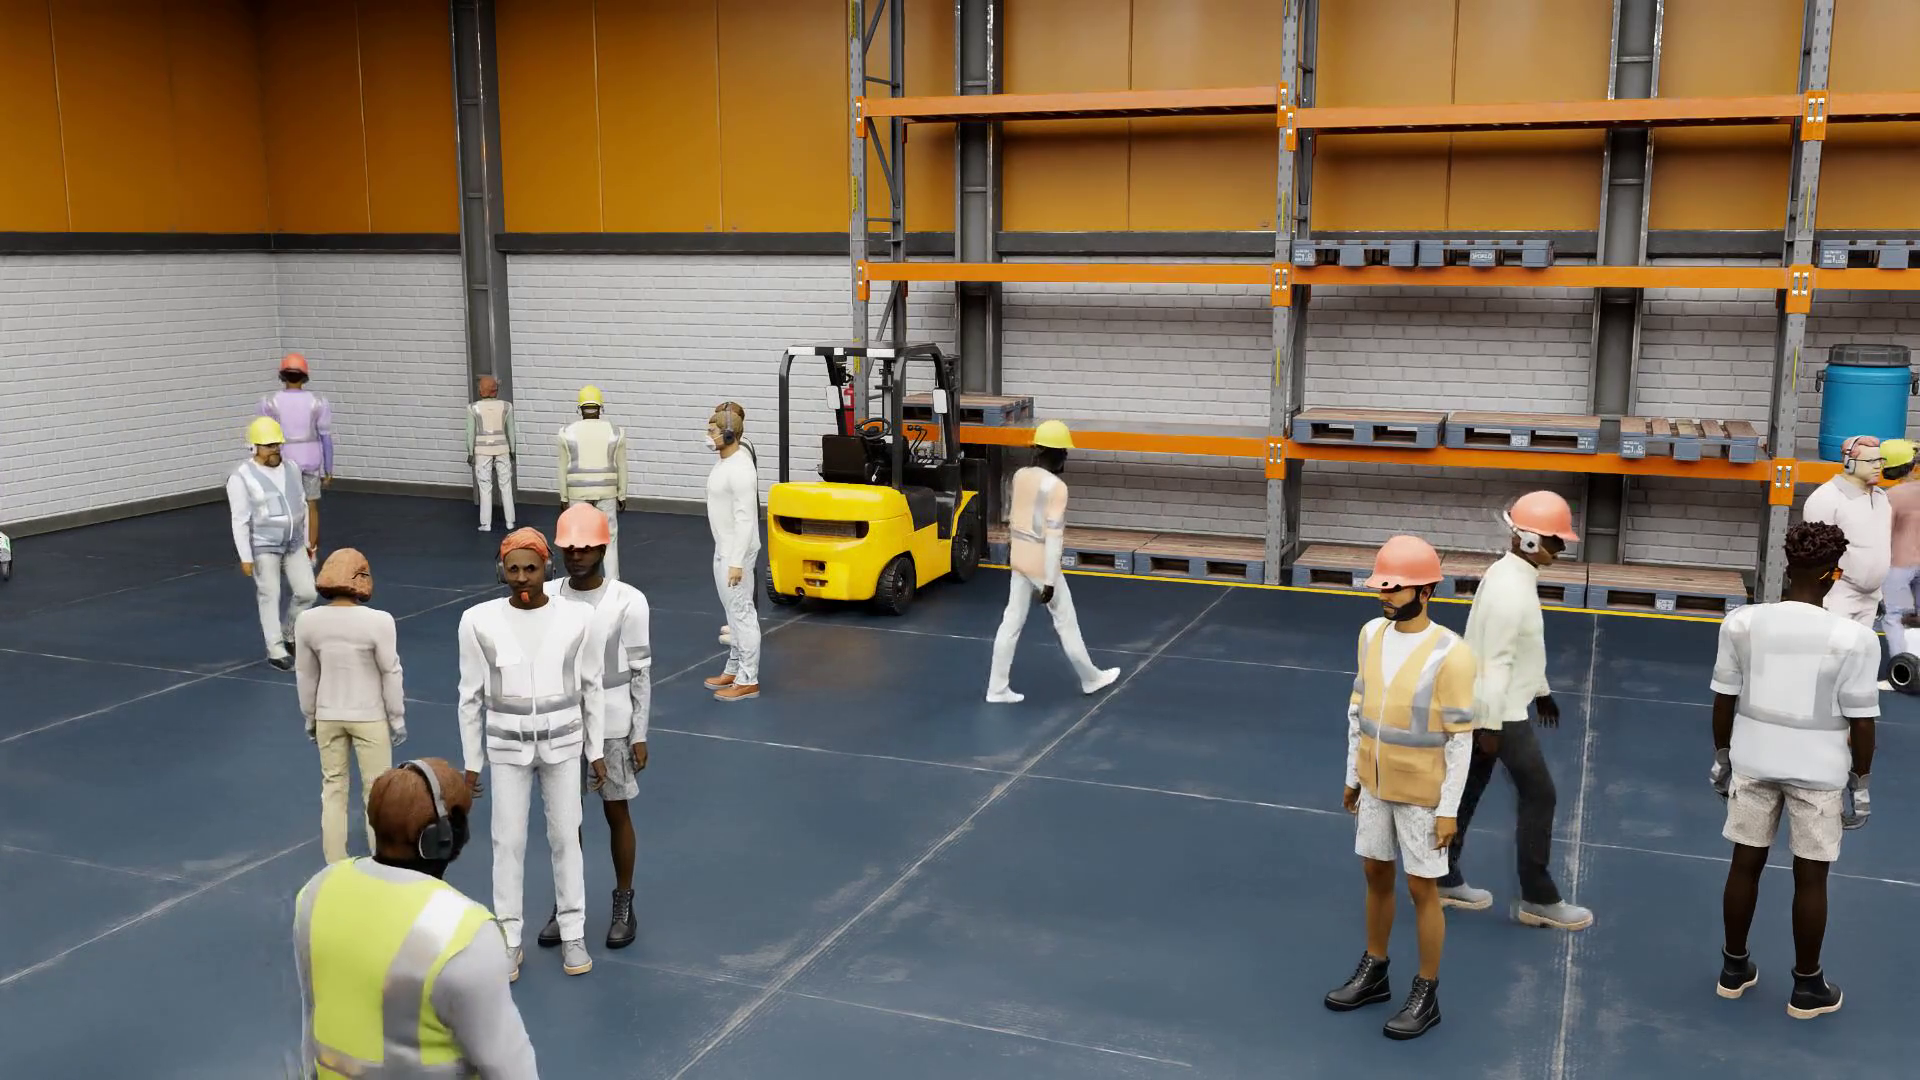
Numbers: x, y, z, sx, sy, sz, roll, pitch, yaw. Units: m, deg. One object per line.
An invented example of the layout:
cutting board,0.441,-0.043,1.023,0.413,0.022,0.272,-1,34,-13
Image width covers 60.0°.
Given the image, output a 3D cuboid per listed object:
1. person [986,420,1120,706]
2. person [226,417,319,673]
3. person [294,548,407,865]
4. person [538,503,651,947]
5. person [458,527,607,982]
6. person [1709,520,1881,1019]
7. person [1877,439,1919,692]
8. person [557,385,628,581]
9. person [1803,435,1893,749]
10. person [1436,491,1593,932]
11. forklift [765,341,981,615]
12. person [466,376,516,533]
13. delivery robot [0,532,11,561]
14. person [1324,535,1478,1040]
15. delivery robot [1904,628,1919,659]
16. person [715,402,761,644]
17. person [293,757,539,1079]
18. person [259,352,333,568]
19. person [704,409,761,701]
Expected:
person,0.584,0.149,10.957,0.988,1.875,0.610,-7,12,-32
person,-4.831,0.038,11.720,0.421,1.820,0.625,6,12,32
person,-2.824,0.844,7.751,0.500,1.633,0.286,1,10,8
person,-1.598,0.797,7.154,0.542,1.942,0.354,1,10,6
person,-1.753,0.880,6.854,0.585,1.882,0.343,-3,11,-15
person,3.277,0.891,6.562,0.364,1.964,0.612,-10,14,-44
person,6.448,0.175,11.233,0.685,1.720,0.423,-3,11,-16
person,-3.131,-0.404,14.196,0.586,1.824,0.404,-3,11,-17
person,5.271,0.330,9.856,0.639,1.910,0.407,-5,12,-28
person,2.498,0.748,7.373,0.840,1.948,0.649,2,10,12
forklift,-0.739,-0.602,14.246,1.214,2.155,2.313,4,11,21
person,-4.907,-0.896,17.433,0.523,1.638,0.311,-6,12,-28
delivery robot,-8.838,0.030,15.032,0.477,0.478,0.707,-8,13,-38
person,1.684,0.937,6.386,0.356,1.937,0.552,-7,12,-34
delivery robot,6.642,0.751,11.016,0.477,0.478,0.707,-4,11,-21
person,-1.686,-0.128,12.590,0.351,1.843,0.506,0,10,0
person,-1.251,1.408,4.114,0.652,1.808,0.818,7,12,34
person,-6.106,-0.712,15.326,0.642,2.027,0.558,-5,11,-25
person,-1.515,0.097,11.063,0.371,1.940,0.627,-3,11,-17
